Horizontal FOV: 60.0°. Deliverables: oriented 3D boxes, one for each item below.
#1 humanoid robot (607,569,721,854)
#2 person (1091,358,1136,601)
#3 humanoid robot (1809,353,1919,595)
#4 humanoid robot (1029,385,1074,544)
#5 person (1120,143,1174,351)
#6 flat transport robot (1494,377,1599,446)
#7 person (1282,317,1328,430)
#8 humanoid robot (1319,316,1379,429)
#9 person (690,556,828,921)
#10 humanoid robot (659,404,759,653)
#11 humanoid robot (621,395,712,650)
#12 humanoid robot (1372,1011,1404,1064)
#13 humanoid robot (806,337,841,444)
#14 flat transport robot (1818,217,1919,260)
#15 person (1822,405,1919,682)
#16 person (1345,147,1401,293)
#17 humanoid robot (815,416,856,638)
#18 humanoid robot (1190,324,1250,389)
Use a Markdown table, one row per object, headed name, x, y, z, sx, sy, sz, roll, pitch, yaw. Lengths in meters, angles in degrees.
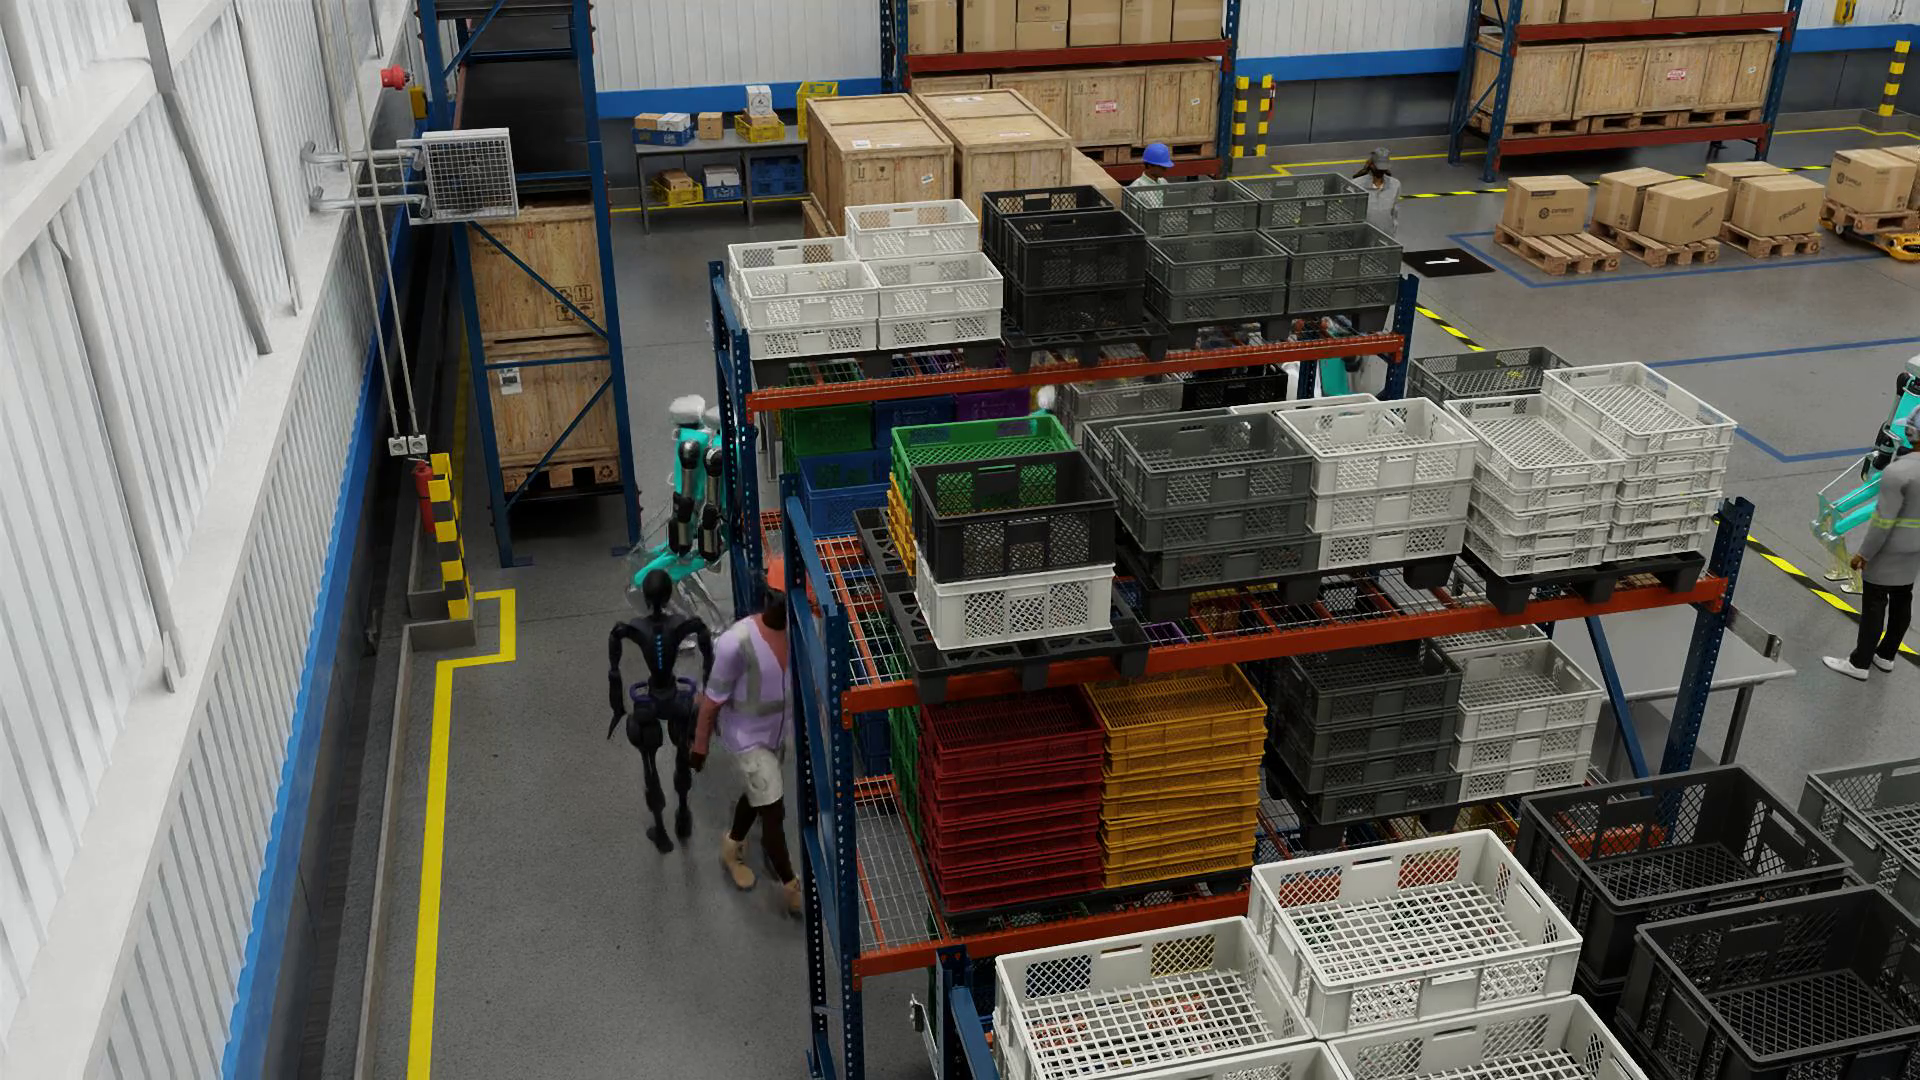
| name | x | y | z | sx | sy | sz | roll | pitch | yaw |
| --- | --- | --- | --- | --- | --- | --- | --- | --- | --- |
| humanoid robot | -1.585 | 0.902 | 8.834 | 0.604 | 1.652 | 0.362 | -6 | 28 | -11 |
| person | 0.804 | -0.397 | 11.166 | 0.783 | 1.796 | 0.601 | 1 | 28 | 1 |
| humanoid robot | 6.075 | -0.431 | 11.141 | 0.735 | 1.681 | 0.533 | -1 | 28 | -2 |
| humanoid robot | 0.638 | -0.297 | 11.041 | 0.590 | 1.780 | 0.871 | 7 | 28 | 12 |
| person | 1.737 | -2.721 | 15.423 | 0.412 | 1.939 | 0.602 | 20 | 34 | 33 |
| flat transport robot | 4.780 | -1.036 | 14.013 | 0.659 | 0.231 | 1.431 | -6 | 28 | -12 |
| person | 2.334 | -0.680 | 11.605 | 0.337 | 1.881 | 0.581 | 10 | 29 | 18 |
| humanoid robot | 2.971 | -0.858 | 12.119 | 0.868 | 1.763 | 0.533 | -8 | 29 | -15 |
| person | -0.932 | 0.996 | 8.328 | 0.911 | 1.976 | 0.695 | 20 | 34 | 33 |
| humanoid robot | -1.631 | -0.095 | 10.511 | 0.735 | 1.674 | 0.533 | 11 | 30 | 19 |
| humanoid robot | -1.893 | -0.086 | 10.584 | 0.712 | 1.751 | 0.530 | 0 | 28 | 0 |
| humanoid robot | 1.390 | 2.327 | 6.056 | 0.919 | 1.769 | 0.545 | -4 | 28 | -7 |
| humanoid robot | -0.959 | -0.813 | 12.128 | 0.772 | 1.627 | 0.593 | -17 | 32 | -28 |
| flat transport robot | 10.329 | -3.457 | 18.575 | 0.652 | 0.197 | 1.431 | -6 | 28 | -12 |
| person | 5.795 | 0.012 | 10.332 | 0.587 | 1.848 | 0.398 | -11 | 30 | -19 |
| person | 3.902 | -2.896 | 15.935 | 0.560 | 1.765 | 0.400 | -5 | 28 | -9 |
| humanoid robot | -0.775 | -0.179 | 10.870 | 0.383 | 1.640 | 0.598 | 8 | 29 | 15 |
| humanoid robot | 1.865 | -1.038 | 12.515 | 0.611 | 1.644 | 0.479 | -18 | 33 | -31 |
